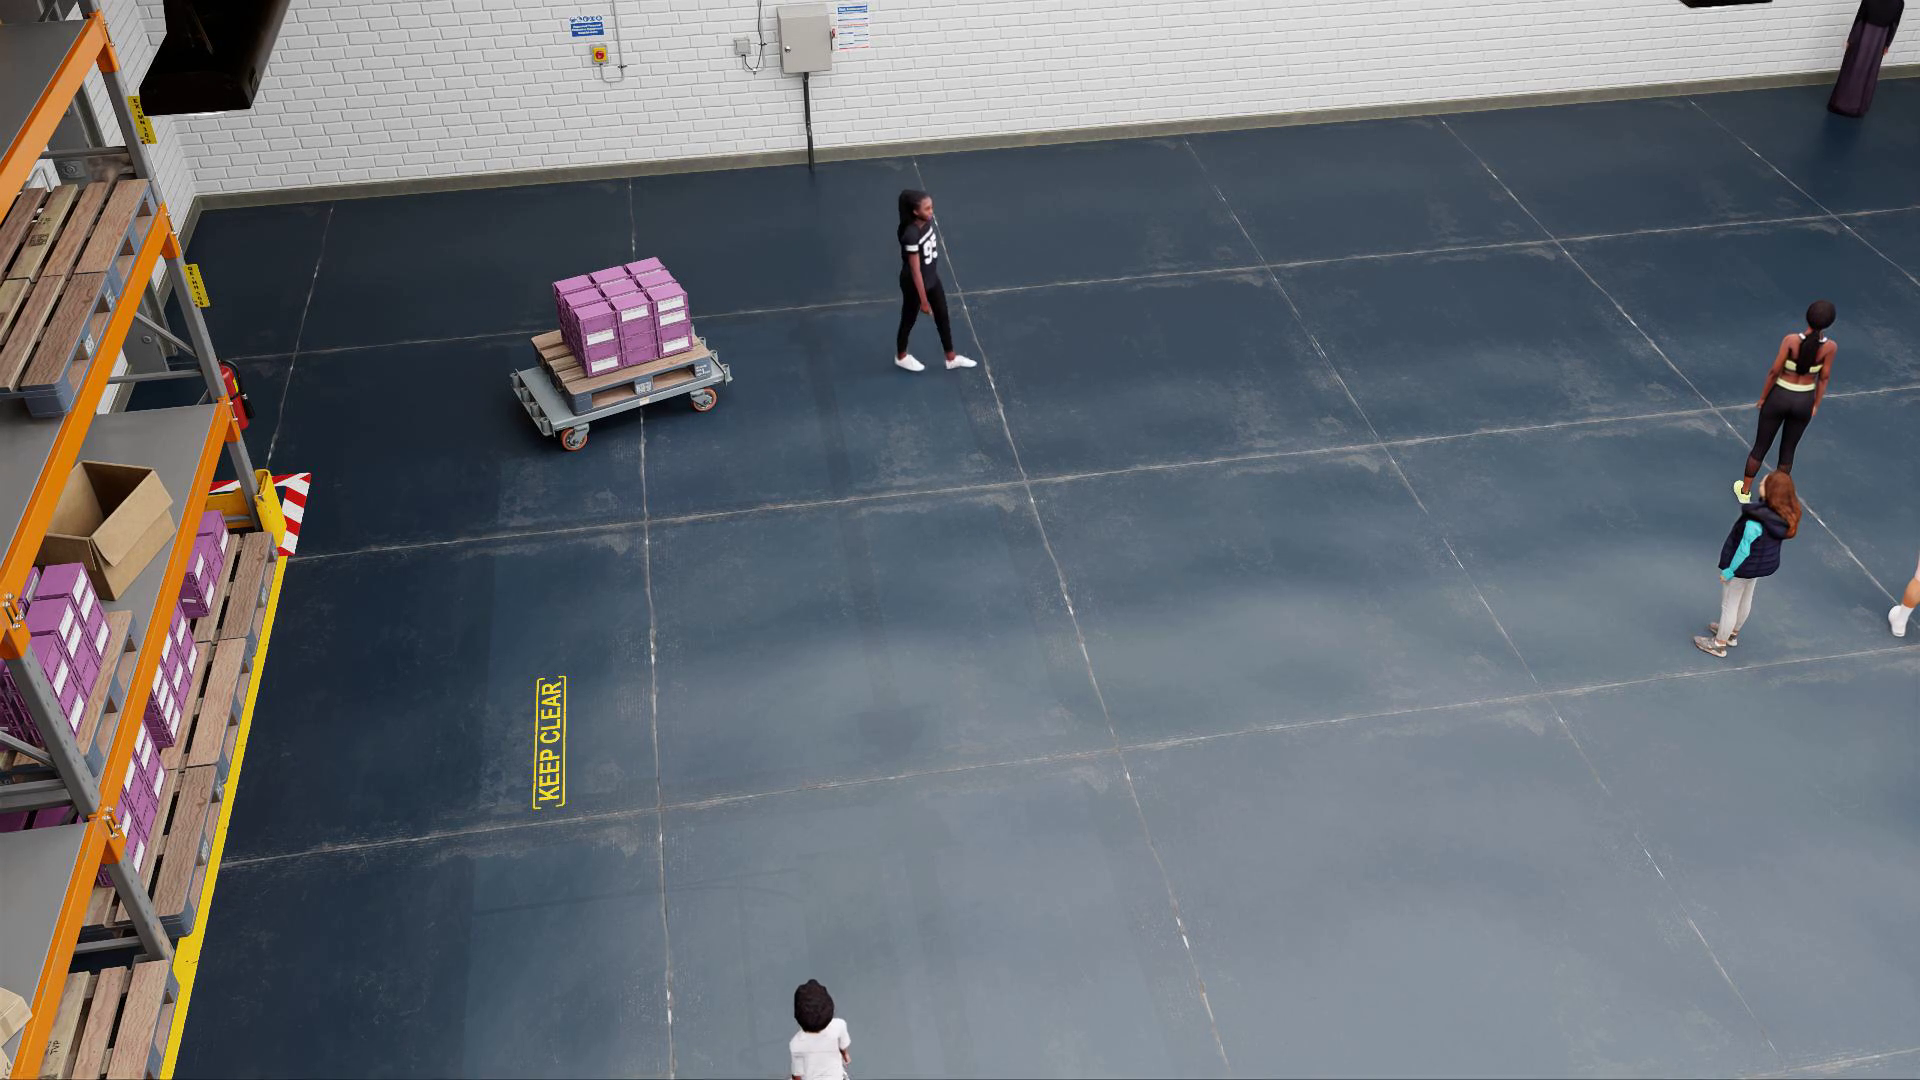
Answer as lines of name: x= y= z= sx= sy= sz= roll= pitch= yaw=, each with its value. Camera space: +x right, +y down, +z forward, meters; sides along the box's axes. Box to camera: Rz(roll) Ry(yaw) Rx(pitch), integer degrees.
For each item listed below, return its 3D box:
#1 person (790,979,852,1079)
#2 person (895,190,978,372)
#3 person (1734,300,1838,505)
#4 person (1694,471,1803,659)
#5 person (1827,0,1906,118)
person: x=-0.663 y=2.711 z=8.311 sx=0.682 sy=1.228 sz=0.945 roll=-18 pitch=42 yaw=-22
person: x=-0.423 y=-2.167 z=14.033 sx=0.993 sy=1.709 sz=1.016 roll=13 pitch=40 yaw=16
person: x=6.257 y=-1.020 z=12.562 sx=0.643 sy=1.753 sz=0.656 roll=13 pitch=40 yaw=15
person: x=5.361 y=0.154 z=11.294 sx=0.676 sy=1.500 sz=0.714 roll=-27 pitch=46 yaw=-29
person: x=9.968 y=-5.466 z=18.242 sx=0.700 sy=1.611 sz=0.738 roll=14 pitch=41 yaw=17
